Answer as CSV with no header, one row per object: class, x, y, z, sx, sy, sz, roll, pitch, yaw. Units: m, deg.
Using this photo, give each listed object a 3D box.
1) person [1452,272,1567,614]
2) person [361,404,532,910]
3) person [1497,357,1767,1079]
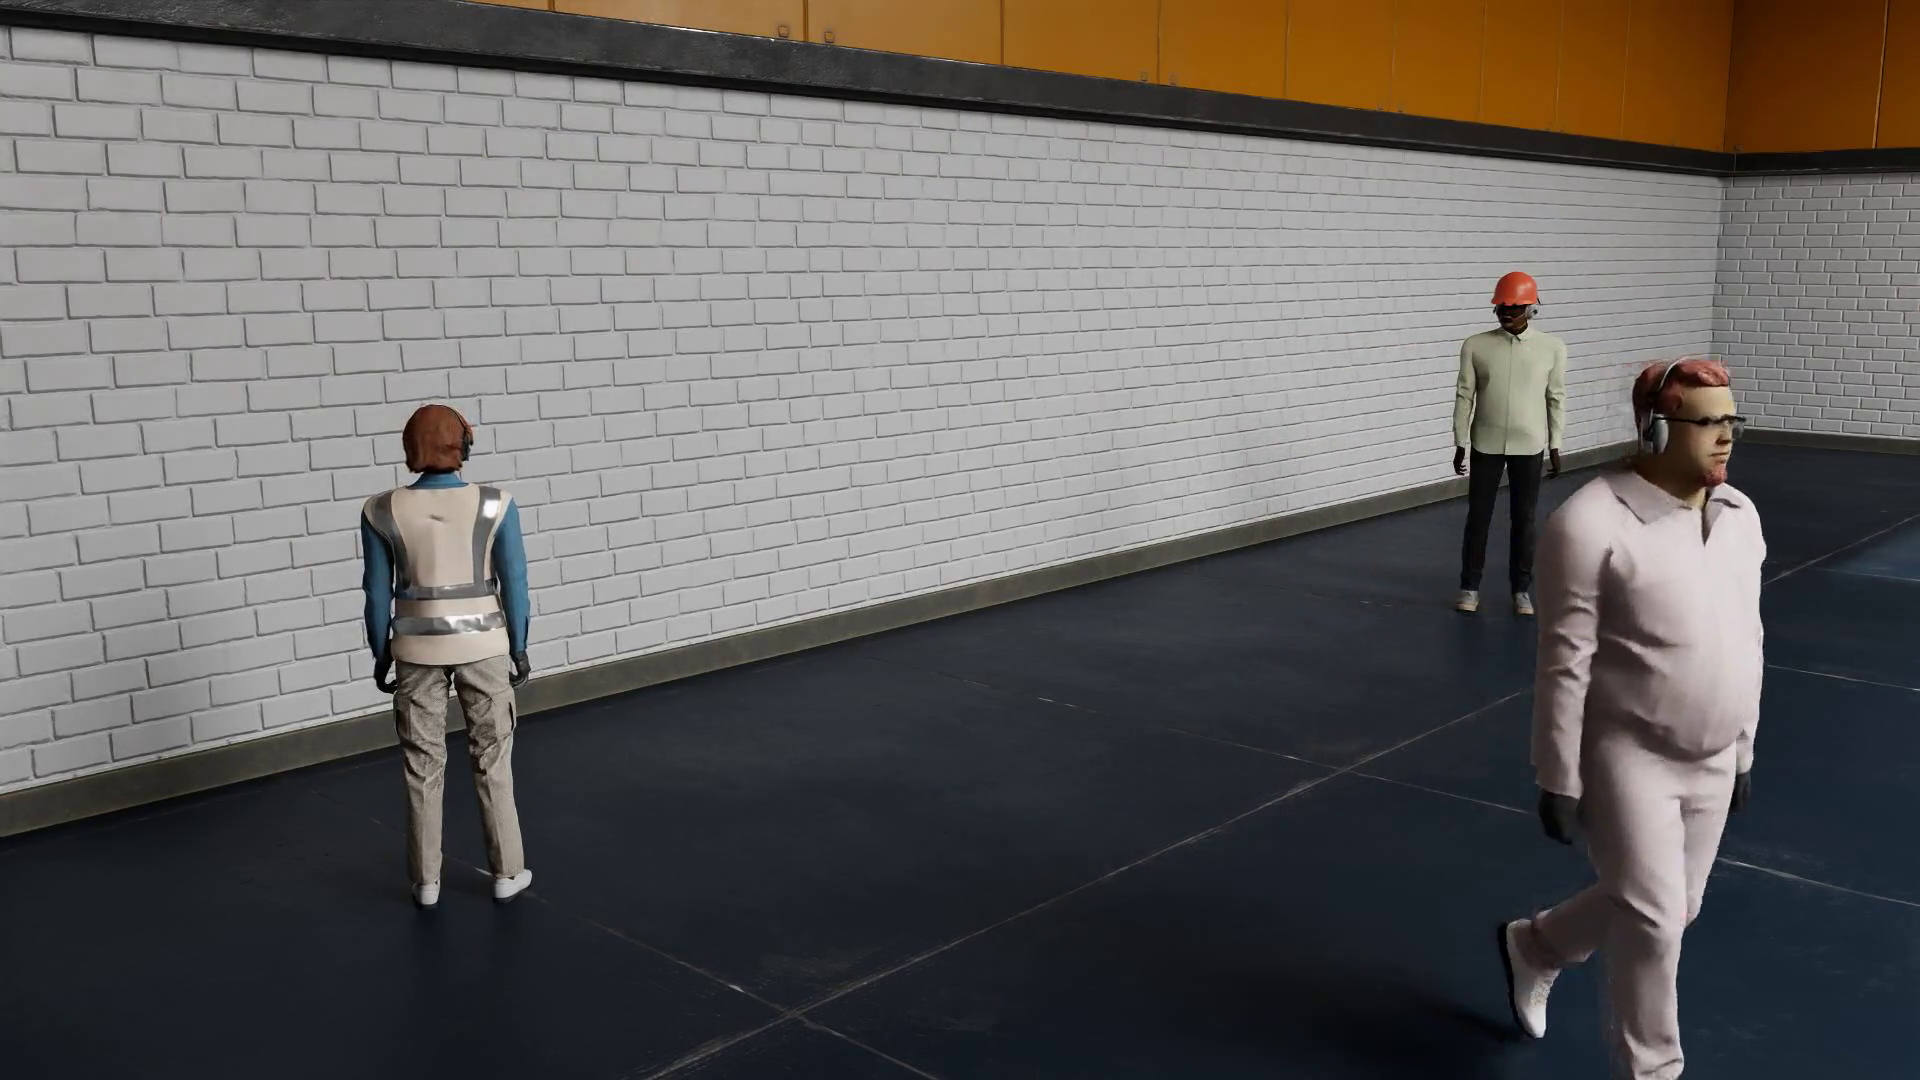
person,3.184,-0.554,9.673,0.621,1.990,0.391,3,10,16
person,-1.639,0.381,5.354,0.514,1.640,0.309,-2,10,-9
person,1.619,0.493,4.025,0.644,1.887,0.805,-5,11,-26
